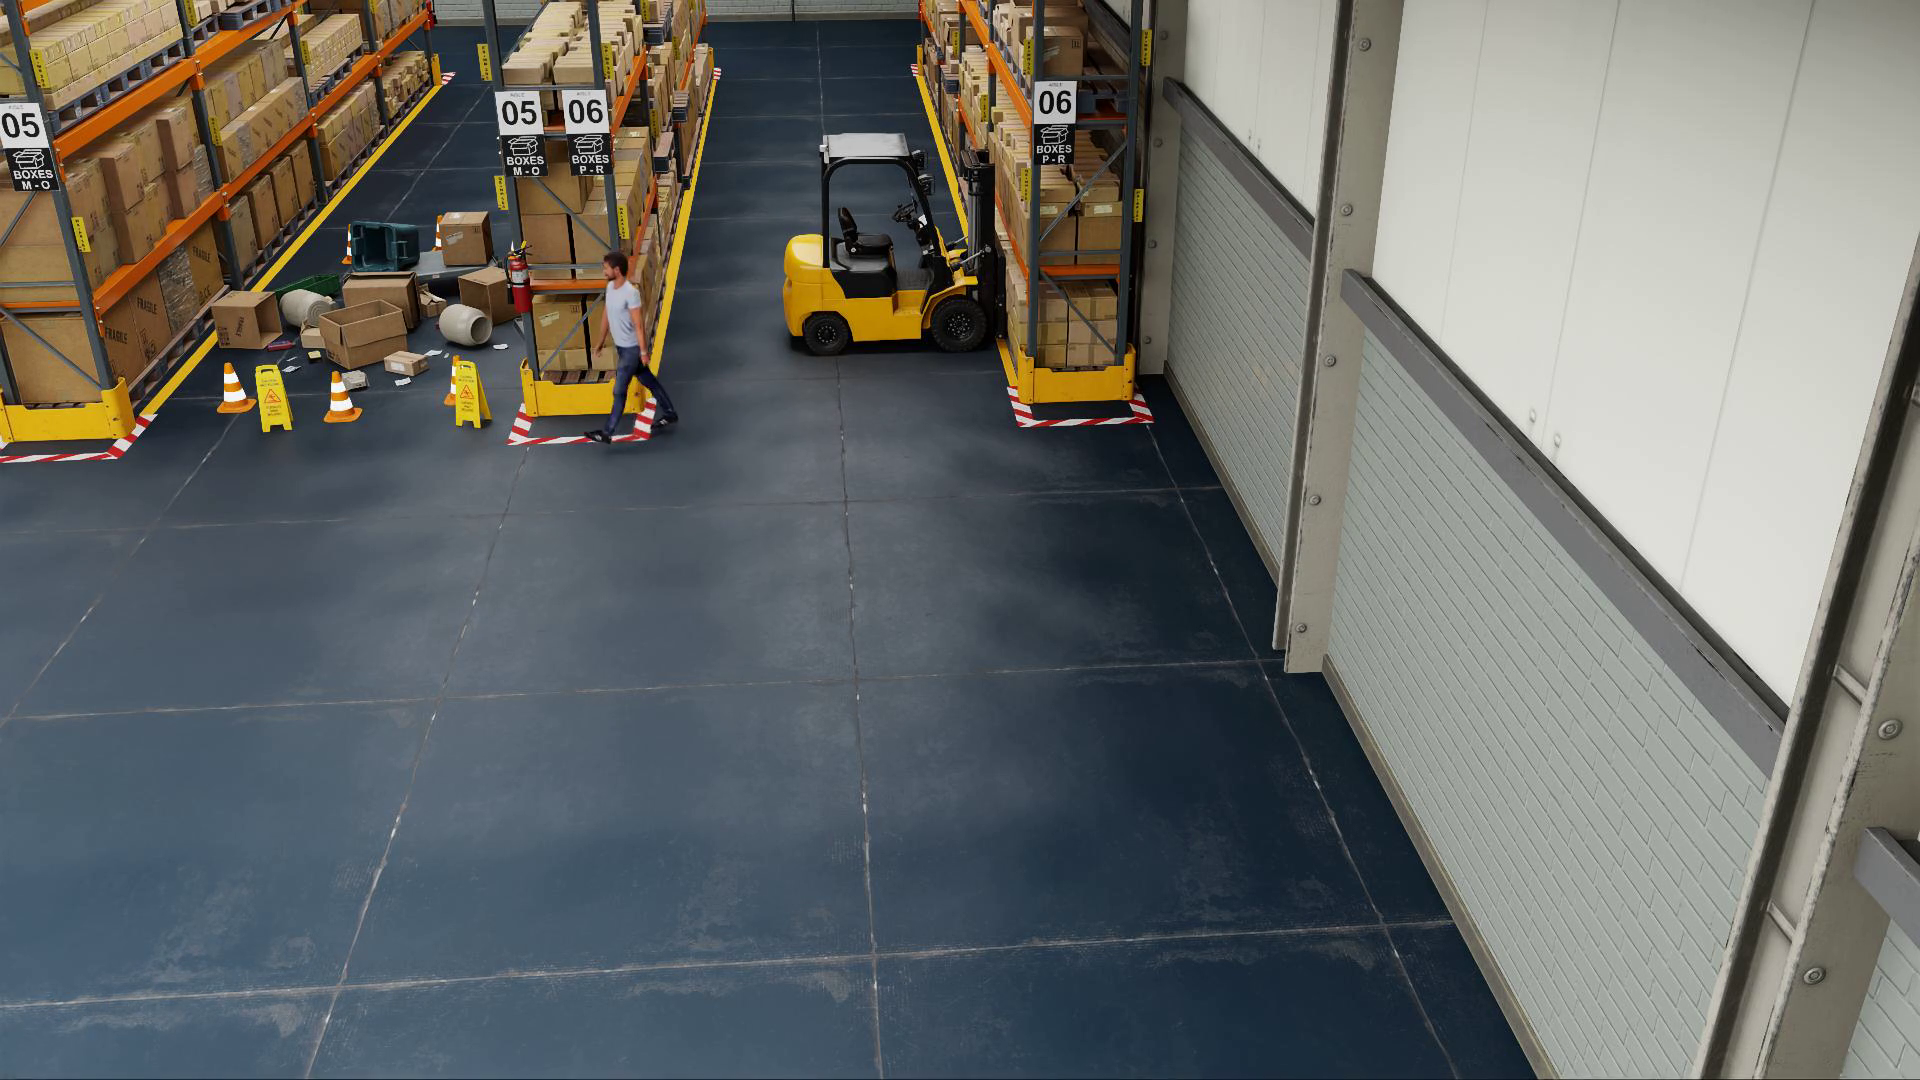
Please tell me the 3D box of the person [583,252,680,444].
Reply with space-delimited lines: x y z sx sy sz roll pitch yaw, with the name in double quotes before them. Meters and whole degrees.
"person" -3.042 -1.829 15.767 1.132 1.807 1.261 -19 33 -32
